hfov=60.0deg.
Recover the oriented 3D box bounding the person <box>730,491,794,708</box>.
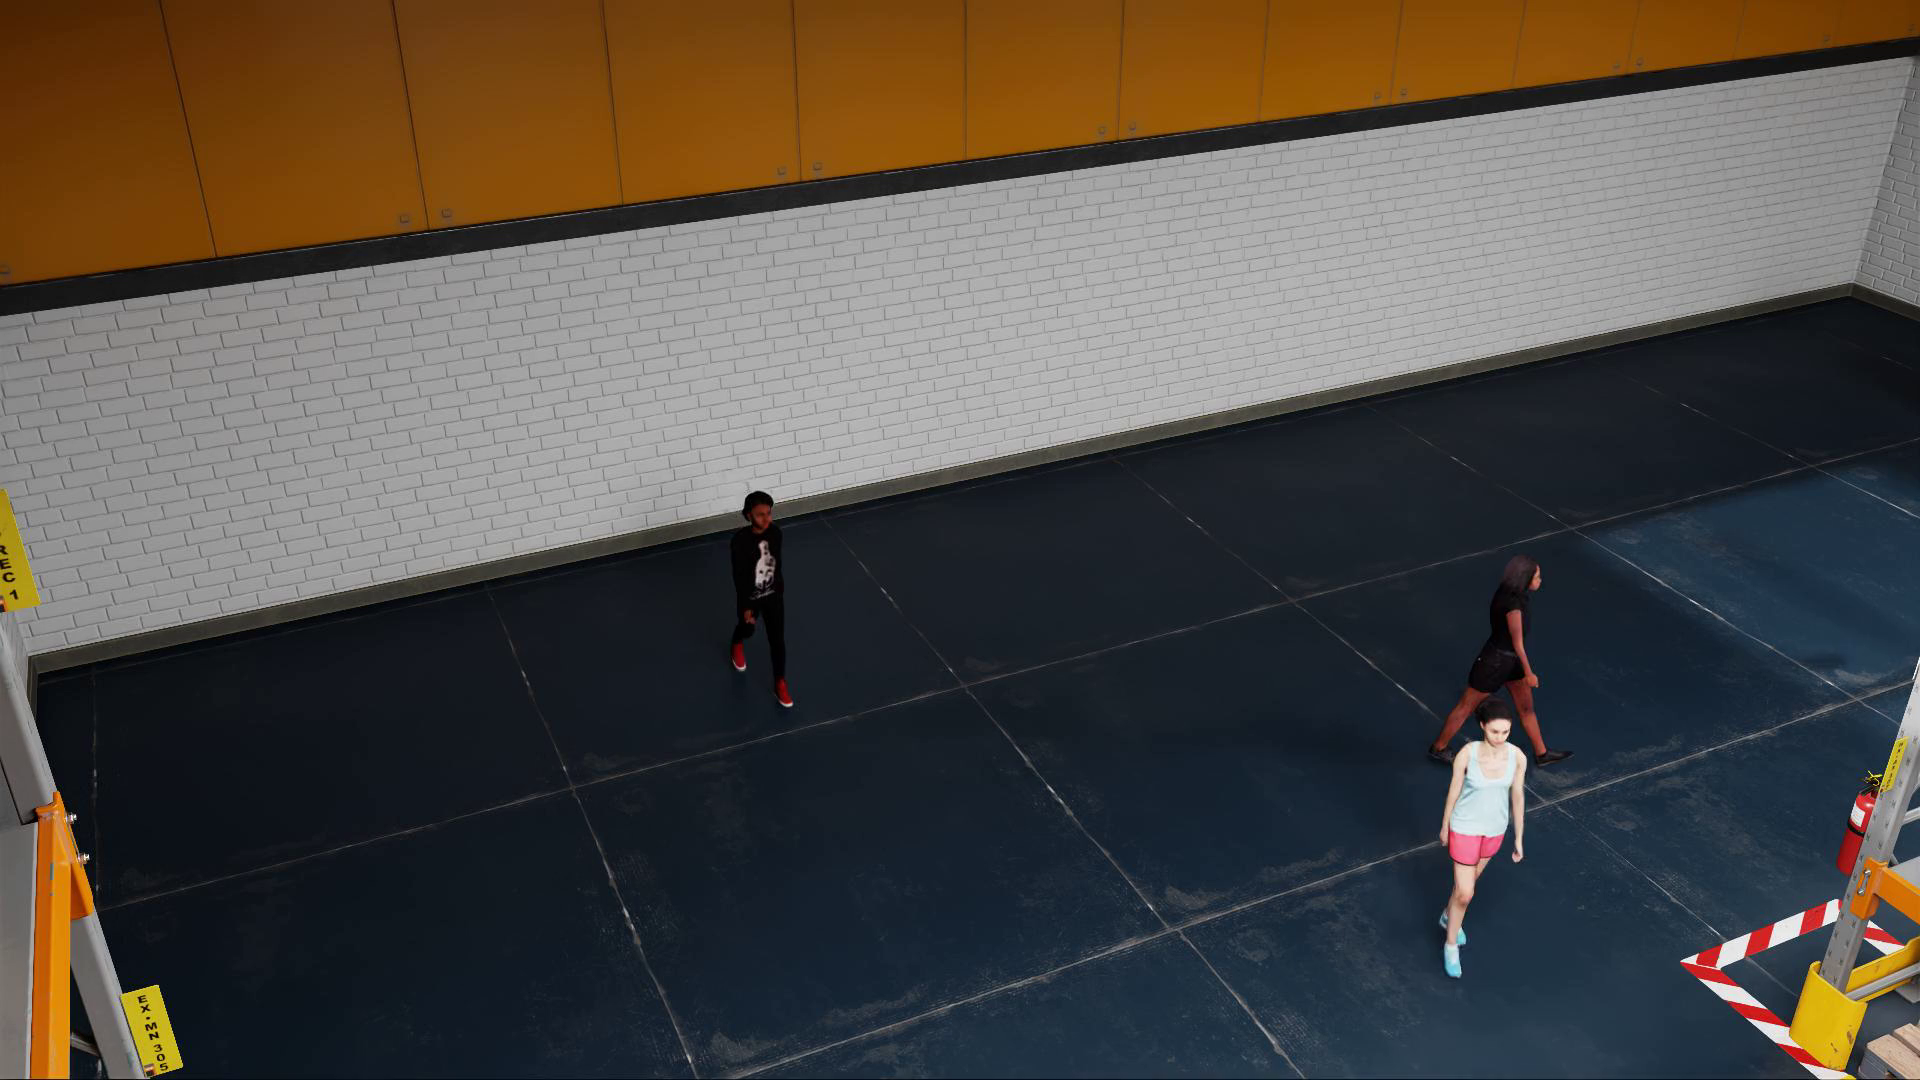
[{"bbox_3d":[-1.529,0.382,12.260,0.609,1.640,1.090,-14,32,-24],"label":"person"}]

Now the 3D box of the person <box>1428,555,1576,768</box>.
[{"bbox_3d":[3.560,0.870,11.310,1.195,1.692,1.106,10,30,17],"label":"person"}]

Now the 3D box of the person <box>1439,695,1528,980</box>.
[{"bbox_3d":[3.021,1.660,9.803,0.728,1.749,0.886,-3,29,-6],"label":"person"}]
